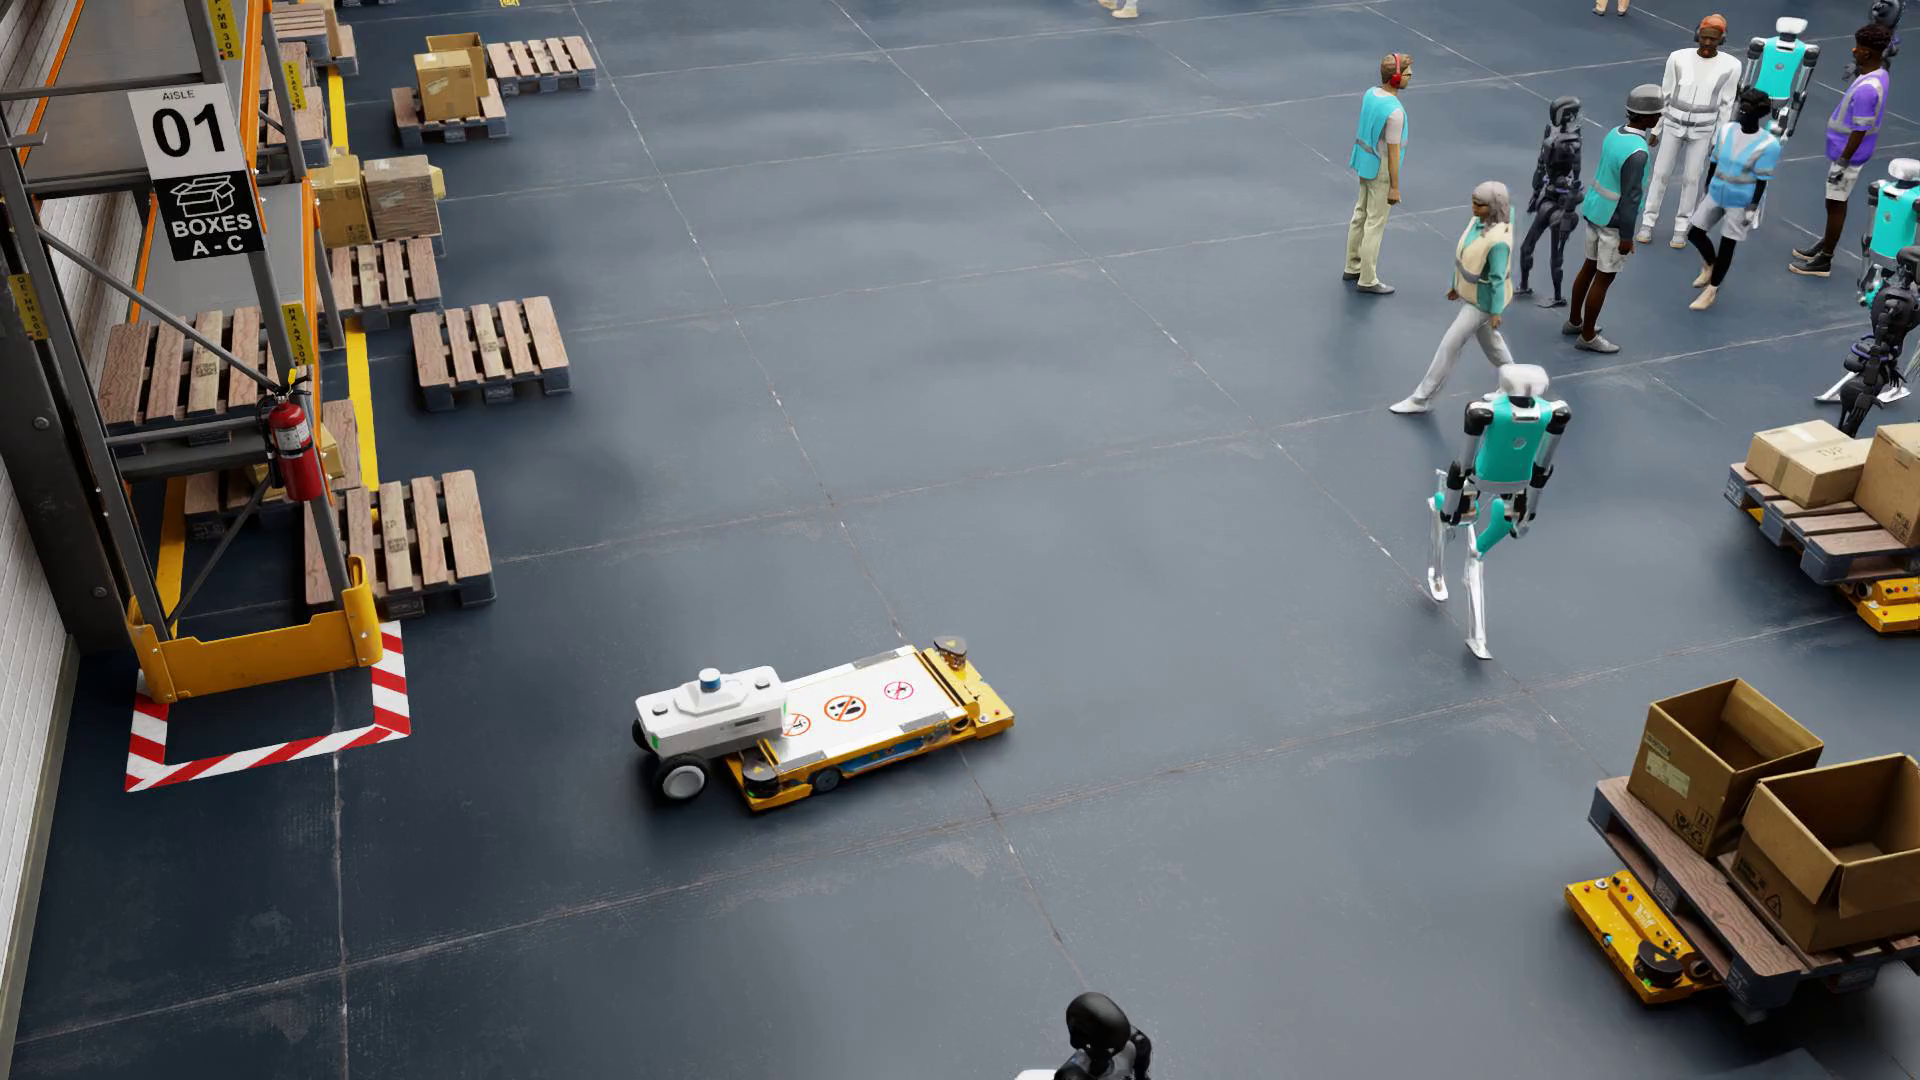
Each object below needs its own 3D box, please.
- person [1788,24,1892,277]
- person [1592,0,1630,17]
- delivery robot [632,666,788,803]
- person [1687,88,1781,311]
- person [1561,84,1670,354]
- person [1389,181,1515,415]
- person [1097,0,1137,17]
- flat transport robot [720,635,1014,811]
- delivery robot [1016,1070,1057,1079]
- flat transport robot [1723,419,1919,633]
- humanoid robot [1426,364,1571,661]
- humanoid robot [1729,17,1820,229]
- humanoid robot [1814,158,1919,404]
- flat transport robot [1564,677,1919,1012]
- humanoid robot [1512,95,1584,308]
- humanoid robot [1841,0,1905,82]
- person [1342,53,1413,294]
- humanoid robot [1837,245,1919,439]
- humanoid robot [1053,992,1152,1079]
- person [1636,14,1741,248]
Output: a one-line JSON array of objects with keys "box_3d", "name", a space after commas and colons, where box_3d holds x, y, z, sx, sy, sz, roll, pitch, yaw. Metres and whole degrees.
[{"box_3d": [6.894, -3.018, 12.940, 0.372, 1.959, 0.607, 19, 37, 26], "name": "person"}, {"box_3d": [7.631, -6.888, 19.133, 0.479, 1.674, 0.378, 3, 33, 5], "name": "person"}, {"box_3d": [-1.226, 0.907, 8.198, 0.748, 0.587, 0.524, -13, 35, -19], "name": "delivery robot"}, {"box_3d": [5.778, -2.550, 12.467, 0.426, 1.687, 0.550, -19, 38, -27], "name": "person"}, {"box_3d": [4.643, -2.287, 11.837, 0.430, 1.938, 0.561, -1, 33, -1], "name": "person"}, {"box_3d": [3.453, -1.603, 11.043, 0.947, 1.654, 0.486, -2, 33, -3], "name": "person"}, {"box_3d": [1.843, -6.993, 19.167, 0.653, 1.836, 0.478, 20, 38, 28], "name": "person"}, {"box_3d": [-0.506, 0.913, 8.458, 1.431, 0.231, 0.659, -16, 36, -22], "name": "flat transport robot"}, {"box_3d": [0.372, 2.308, 6.045, 0.499, 0.581, 0.774, -1, 33, -1], "name": "delivery robot"}, {"box_3d": [5.291, 0.040, 9.797, 0.659, 0.231, 1.431, -5, 33, -8], "name": "flat transport robot"}, {"box_3d": [2.785, -0.261, 8.947, 0.539, 1.743, 1.033, -2, 33, -3], "name": "humanoid robot"}, {"box_3d": [6.705, -3.501, 13.895, 0.540, 1.812, 0.666, 13, 35, 20], "name": "humanoid robot"}, {"box_3d": [6.330, -1.695, 11.131, 0.876, 1.774, 0.583, -9, 34, -14], "name": "humanoid robot"}, {"box_3d": [3.501, 1.630, 7.358, 1.431, 0.231, 0.659, -8, 34, -12], "name": "flat transport robot"}, {"box_3d": [4.459, -2.519, 12.443, 0.437, 1.643, 0.610, -6, 34, -9], "name": "humanoid robot"}, {"box_3d": [8.514, -4.481, 15.464, 0.586, 1.642, 0.437, -26, 41, -34], "name": "humanoid robot"}, {"box_3d": [3.184, -2.789, 12.693, 0.390, 1.846, 0.565, -7, 34, -10], "name": "person"}, {"box_3d": [5.561, -1.015, 10.112, 0.315, 1.657, 0.599, 27, 42, 35], "name": "humanoid robot"}, {"box_3d": [0.434, 2.076, 5.378, 0.310, 1.649, 0.610, 23, 40, 31], "name": "humanoid robot"}, {"box_3d": [5.884, -3.299, 13.445, 0.572, 1.880, 0.359, 17, 37, 24], "name": "person"}]
